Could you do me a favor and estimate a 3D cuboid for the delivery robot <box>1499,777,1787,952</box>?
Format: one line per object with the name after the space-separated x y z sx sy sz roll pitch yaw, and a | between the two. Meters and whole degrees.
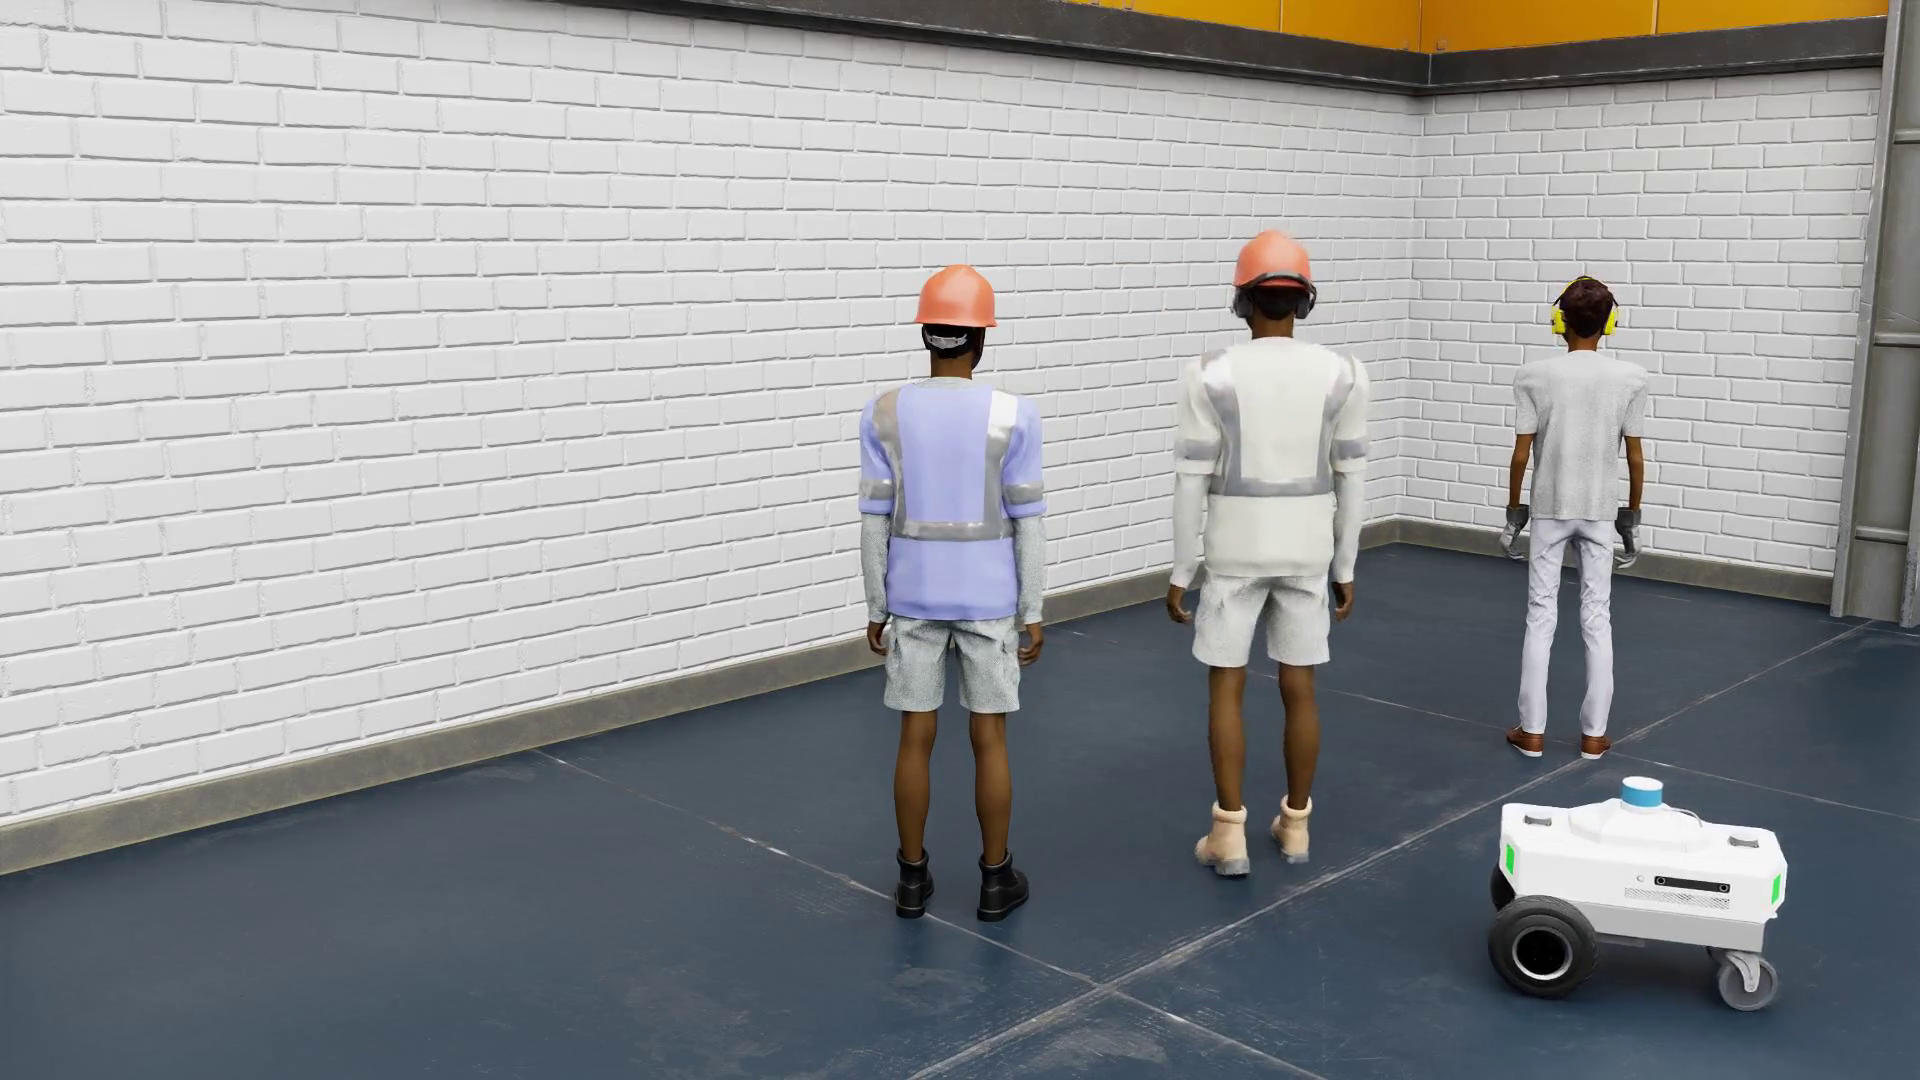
1.836 0.887 4.508 0.707 0.478 0.477 3 11 18 | delivery robot

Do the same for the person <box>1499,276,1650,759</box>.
2.369 -0.075 6.441 0.530 1.864 0.323 2 11 12 | person

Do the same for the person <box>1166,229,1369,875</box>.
0.969 0.047 5.299 0.613 2.046 0.397 -1 10 -3 | person

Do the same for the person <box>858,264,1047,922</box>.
-0.016 0.169 4.904 0.552 1.937 0.355 2 11 9 | person
